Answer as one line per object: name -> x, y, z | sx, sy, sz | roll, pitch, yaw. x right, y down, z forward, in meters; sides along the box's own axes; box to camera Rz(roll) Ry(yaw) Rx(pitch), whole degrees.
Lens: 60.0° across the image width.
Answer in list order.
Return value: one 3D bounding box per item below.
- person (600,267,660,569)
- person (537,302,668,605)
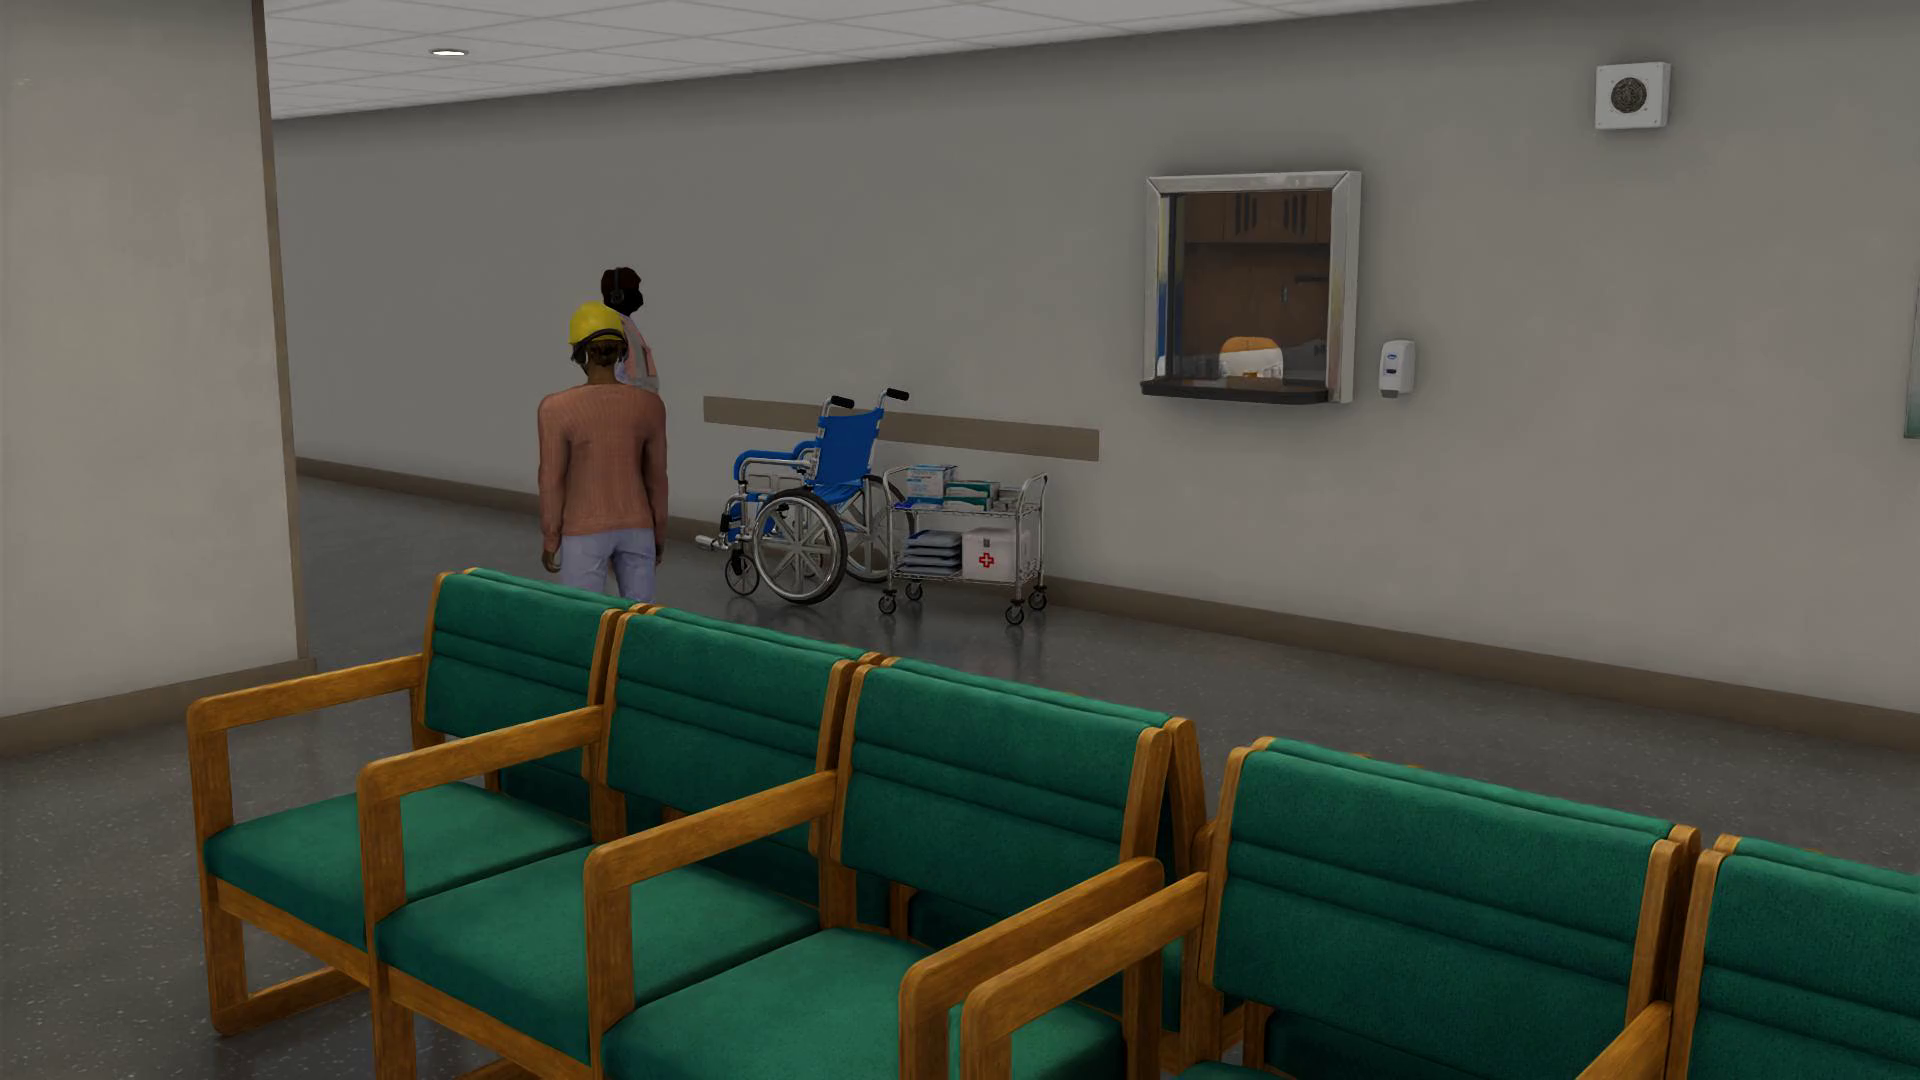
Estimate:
person -> -2.058, -0.746, 10.228 | 0.430, 1.845, 0.619 | -1, 10, -8
person -> -1.365, -0.029, 6.392 | 0.518, 1.756, 0.344 | -7, 12, -36
